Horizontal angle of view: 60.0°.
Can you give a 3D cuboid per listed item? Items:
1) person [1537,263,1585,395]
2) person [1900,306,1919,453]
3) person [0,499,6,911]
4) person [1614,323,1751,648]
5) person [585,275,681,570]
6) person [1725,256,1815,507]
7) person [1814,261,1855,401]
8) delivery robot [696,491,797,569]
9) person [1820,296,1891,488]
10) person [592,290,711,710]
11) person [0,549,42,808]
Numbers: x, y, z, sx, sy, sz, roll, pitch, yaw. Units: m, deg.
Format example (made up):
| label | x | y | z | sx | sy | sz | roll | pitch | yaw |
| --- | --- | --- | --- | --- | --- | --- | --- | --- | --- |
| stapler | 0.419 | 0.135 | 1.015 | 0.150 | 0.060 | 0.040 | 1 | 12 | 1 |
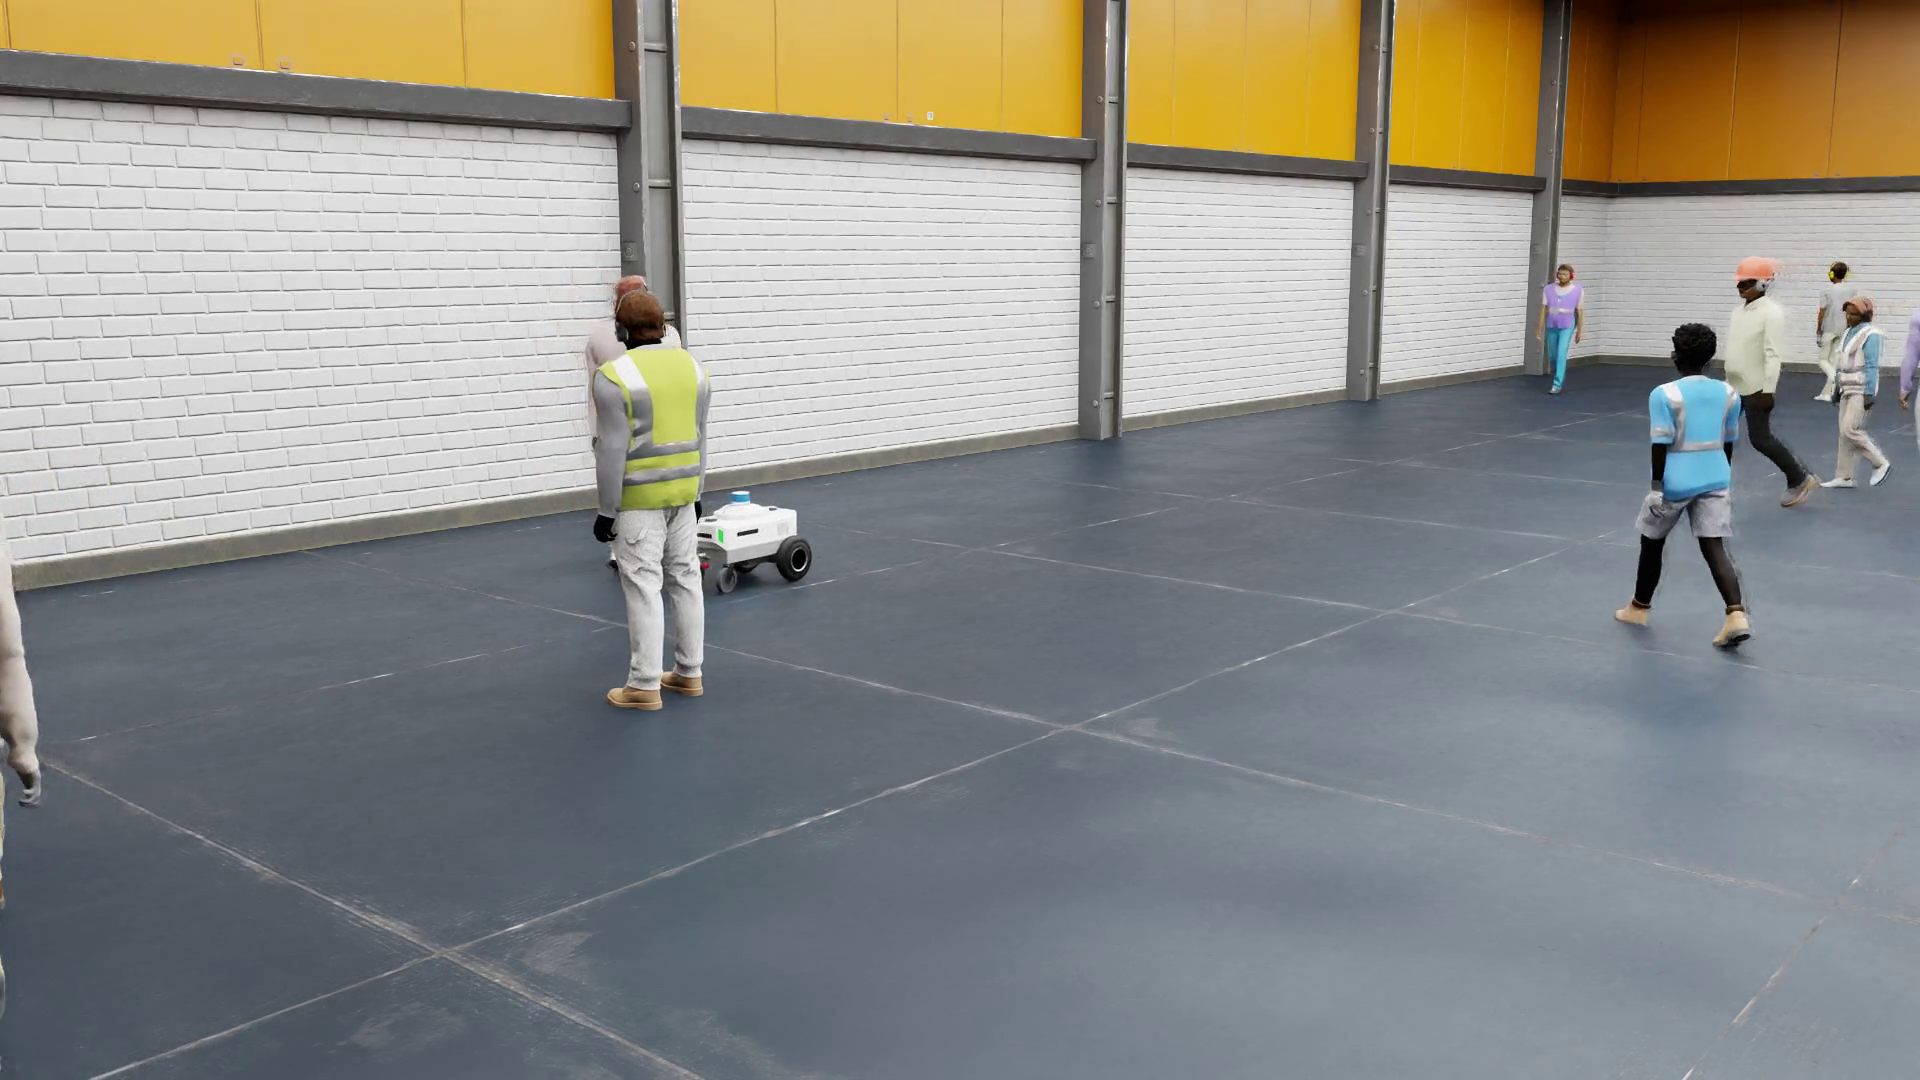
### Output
| label | x | y | z | sx | sy | sz | roll | pitch | yaw |
| --- | --- | --- | --- | --- | --- | --- | --- | --- | --- |
| person | 8.414 | -2.951 | 23.218 | 0.568 | 1.818 | 0.793 | 8 | 13 | 40 |
| person | 7.592 | -1.161 | 12.769 | 0.646 | 1.910 | 0.825 | 4 | 11 | 24 |
| person | -3.132 | 0.209 | 4.883 | 0.372 | 1.940 | 0.631 | 8 | 13 | 39 |
| person | 3.782 | -0.285 | 8.544 | 0.537 | 1.655 | 0.898 | -2 | 10 | -10 |
| person | -2.032 | -0.731 | 10.468 | 0.651 | 1.862 | 0.986 | 4 | 11 | 21 |
| person | 6.170 | -1.200 | 12.841 | 0.895 | 1.968 | 0.622 | -1 | 10 | -7 |
| person | 11.520 | -2.729 | 21.862 | 0.516 | 1.855 | 0.602 | -1 | 10 | -5 |
| delivery robot | -1.314 | -0.049 | 10.022 | 0.477 | 0.478 | 0.707 | 7 | 12 | 36 |
| person | 7.507 | -1.218 | 13.880 | 0.411 | 1.622 | 0.540 | 1 | 10 | 6 |
| person | -1.375 | -0.172 | 7.340 | 0.430 | 1.841 | 0.624 | 7 | 12 | 36 |
| person | -2.476 | 0.543 | 3.852 | 0.558 | 1.616 | 0.531 | 7 | 12 | 33 |
